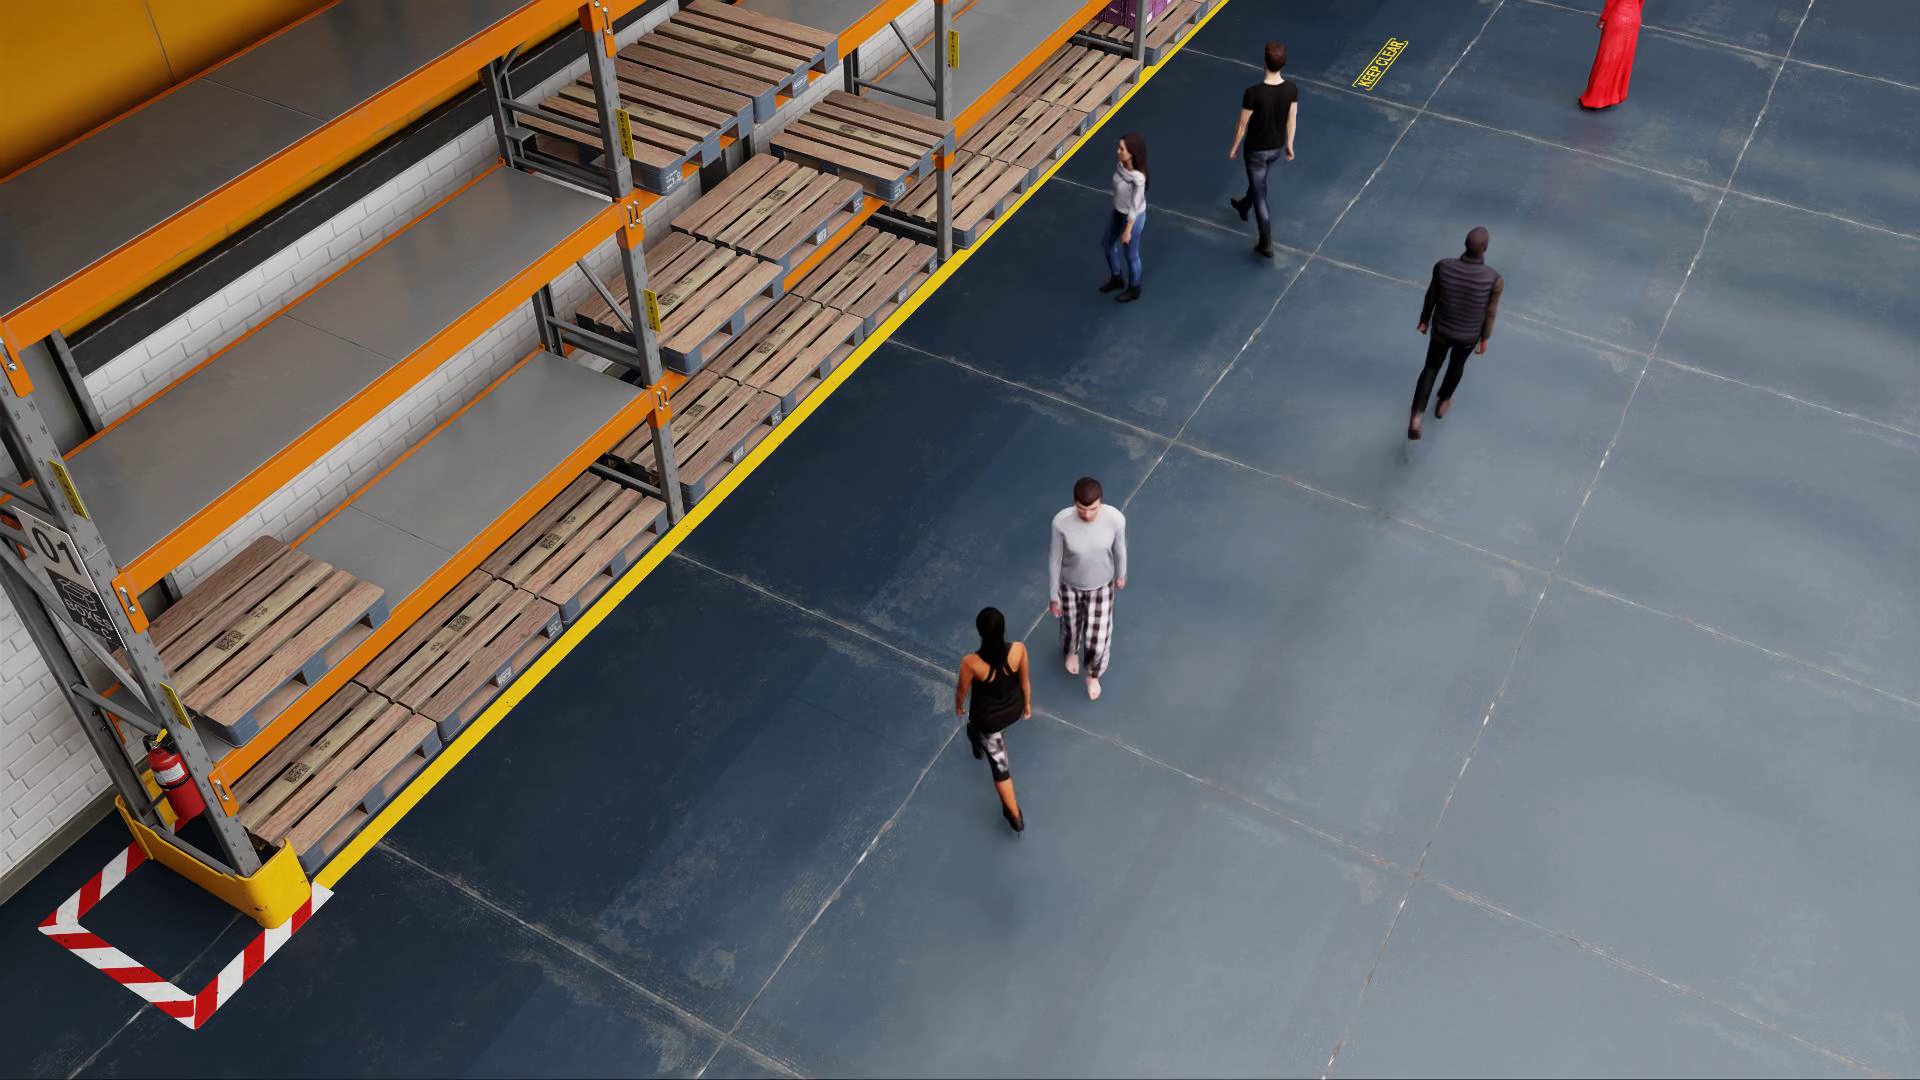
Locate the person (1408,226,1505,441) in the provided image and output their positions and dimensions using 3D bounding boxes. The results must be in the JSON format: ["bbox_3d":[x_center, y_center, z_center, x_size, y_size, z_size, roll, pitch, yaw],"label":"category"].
[{"bbox_3d":[3.721,-1.540,12.609,0.710,1.815,1.070,20,47,20],"label":"person"}]

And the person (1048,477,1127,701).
[{"bbox_3d":[0.807,0.197,10.778,0.852,1.826,0.924,0,44,0],"label":"person"}]

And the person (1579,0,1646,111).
[{"bbox_3d":[6.498,-5.078,16.349,0.713,1.779,0.779,-12,45,-13],"label":"person"}]

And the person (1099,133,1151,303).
[{"bbox_3d":[1.493,-2.716,13.983,0.783,1.621,0.722,-10,45,-11],"label":"person"}]

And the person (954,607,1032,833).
[{"bbox_3d":[0.236,1.095,9.984,1.114,1.621,1.080,-16,46,-16],"label":"person"}]

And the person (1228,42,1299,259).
[{"bbox_3d":[2.676,-3.352,14.483,1.252,1.854,1.272,-12,45,-13],"label":"person"}]
